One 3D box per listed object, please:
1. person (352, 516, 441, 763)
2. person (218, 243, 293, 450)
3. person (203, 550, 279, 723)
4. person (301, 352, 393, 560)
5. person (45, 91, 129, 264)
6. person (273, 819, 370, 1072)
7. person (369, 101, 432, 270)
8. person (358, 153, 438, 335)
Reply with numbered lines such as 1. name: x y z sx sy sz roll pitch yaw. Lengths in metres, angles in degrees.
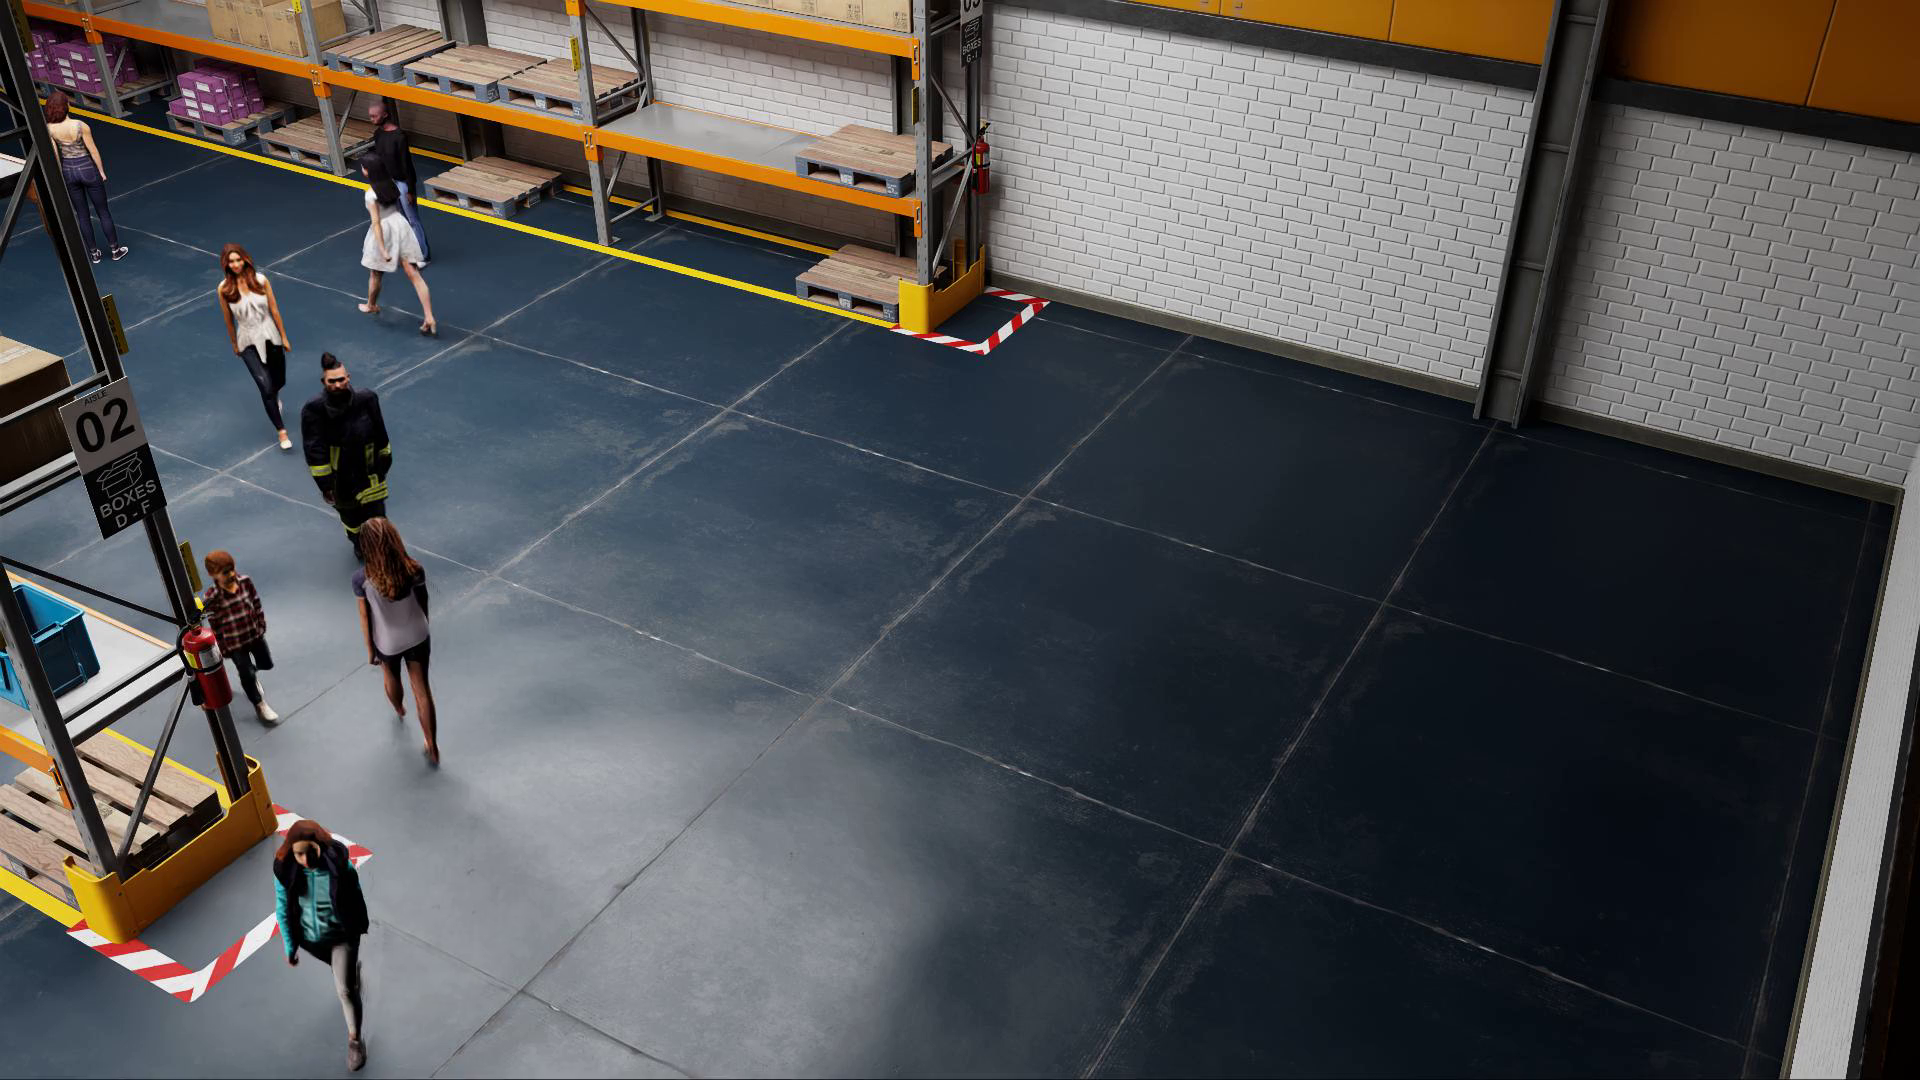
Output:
1. person: -3.507 0.678 10.513 0.950 1.687 1.073 -15 37 -22
2. person: -5.896 -1.687 14.002 0.940 1.763 1.145 -17 37 -24
3. person: -4.789 0.602 10.979 0.702 1.298 0.569 22 40 30
4. person: -4.510 -0.569 12.270 1.175 1.819 1.291 -13 36 -18
5. person: -9.009 -3.721 17.057 0.692 1.769 0.757 -7 34 -11
6. person: -3.318 1.994 8.728 0.992 1.470 0.986 -5 34 -7
7. person: -5.706 -3.634 16.949 0.481 1.744 0.654 17 37 23
8. person: -5.246 -2.746 15.628 1.146 1.727 0.617 17 37 24
